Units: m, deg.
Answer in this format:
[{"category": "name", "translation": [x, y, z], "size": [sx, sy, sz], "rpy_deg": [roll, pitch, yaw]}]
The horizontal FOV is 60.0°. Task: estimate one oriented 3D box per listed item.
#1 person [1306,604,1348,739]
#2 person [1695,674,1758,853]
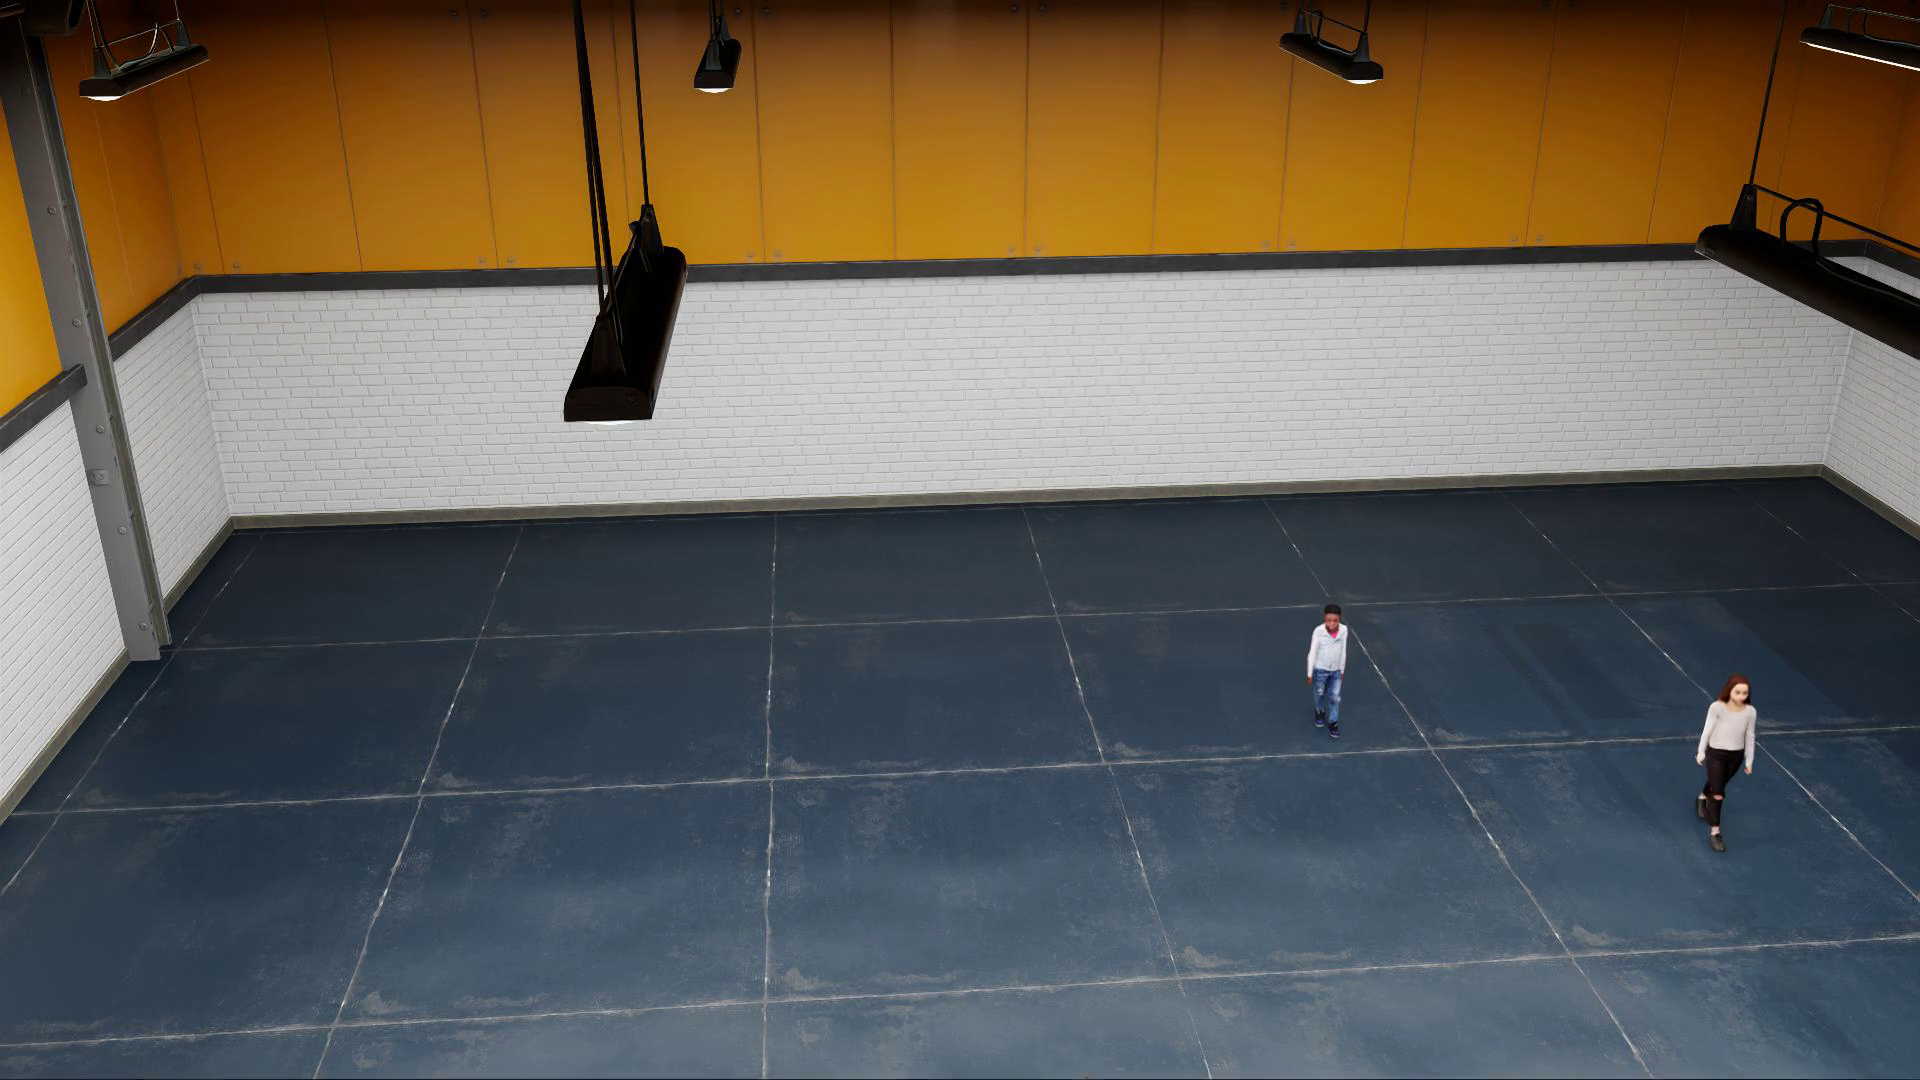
[{"category": "person", "translation": [3.373, 1.135, 15.263], "size": [0.592, 1.243, 0.763], "rpy_deg": [2, 24, 6]}, {"category": "person", "translation": [6.238, 1.740, 13.616], "size": [0.671, 1.454, 1.010], "rpy_deg": [2, 24, 5]}]
